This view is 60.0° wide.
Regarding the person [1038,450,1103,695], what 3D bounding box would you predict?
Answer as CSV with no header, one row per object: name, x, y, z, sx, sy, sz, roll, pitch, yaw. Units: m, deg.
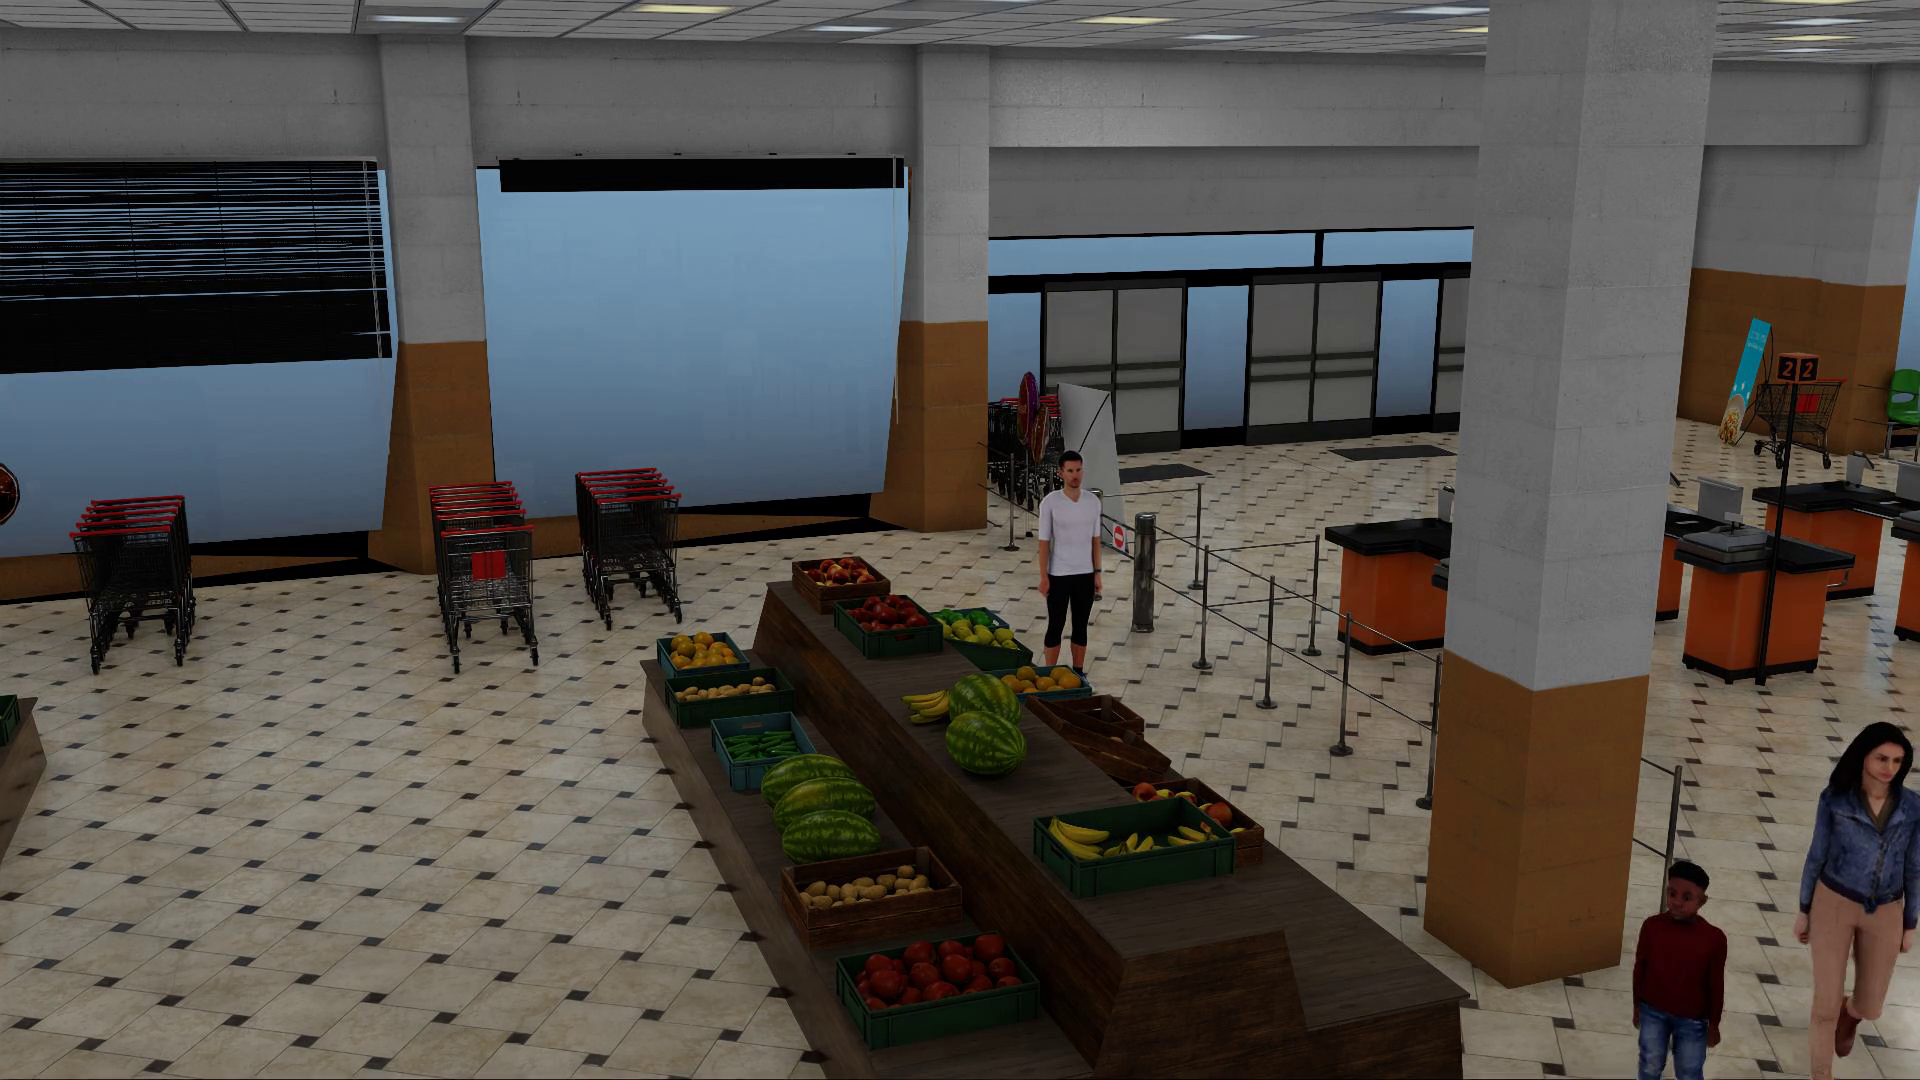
person,0.820,0.240,12.476,0.652,1.852,0.542,-5,14,-19

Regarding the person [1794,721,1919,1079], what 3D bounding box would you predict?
person,3.812,1.593,7.100,0.960,1.756,1.027,6,15,23

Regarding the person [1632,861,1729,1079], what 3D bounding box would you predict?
person,2.978,1.910,6.881,0.731,1.243,0.757,10,17,36
